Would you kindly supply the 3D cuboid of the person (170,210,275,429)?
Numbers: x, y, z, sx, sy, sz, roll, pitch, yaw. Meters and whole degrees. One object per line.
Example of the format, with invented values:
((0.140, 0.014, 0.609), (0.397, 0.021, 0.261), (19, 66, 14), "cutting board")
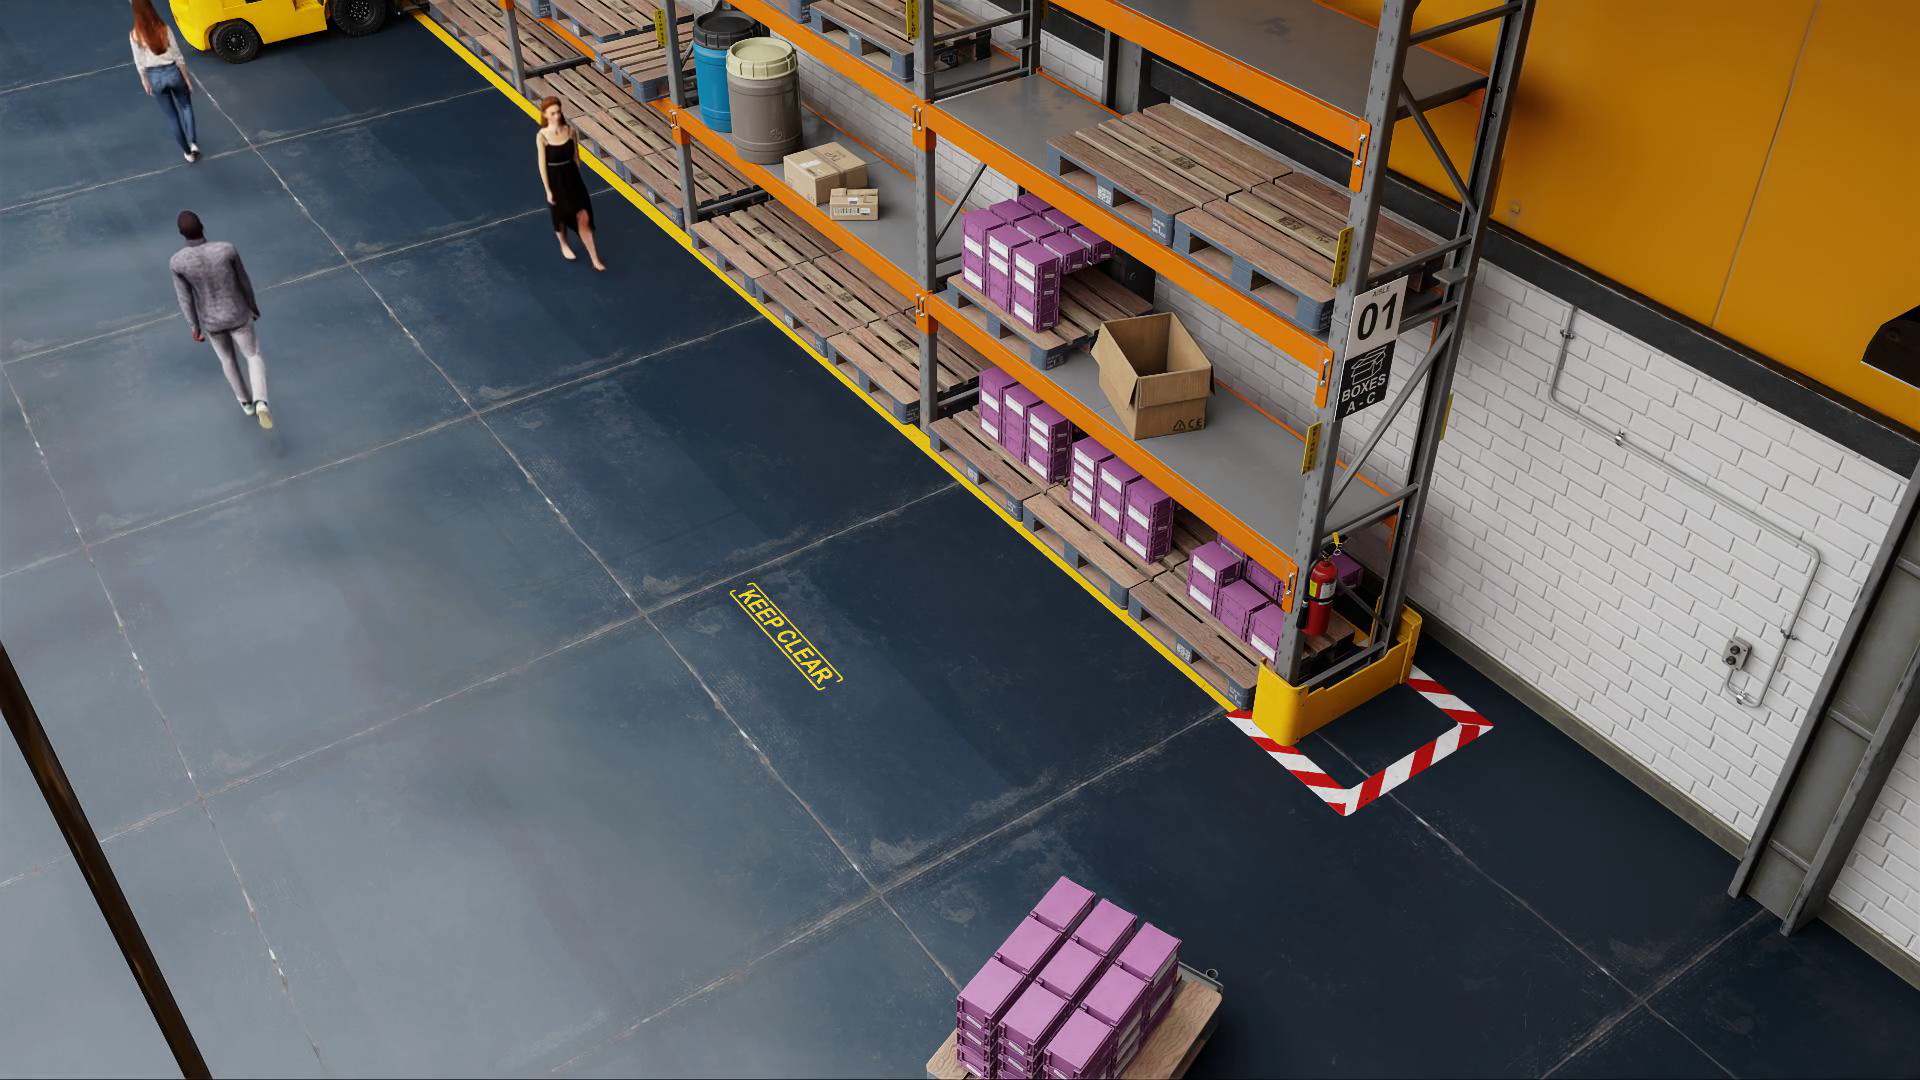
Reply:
((-5.642, -1.670, 12.805), (0.794, 1.822, 1.035), (-17, 41, -20), "person")

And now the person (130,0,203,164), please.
((-7.838, -4.524, 16.458), (0.619, 1.722, 0.647), (-19, 42, -22), "person")

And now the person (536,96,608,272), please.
((-3.602, -3.222, 14.931), (0.601, 1.593, 0.971), (-20, 43, -23), "person")
